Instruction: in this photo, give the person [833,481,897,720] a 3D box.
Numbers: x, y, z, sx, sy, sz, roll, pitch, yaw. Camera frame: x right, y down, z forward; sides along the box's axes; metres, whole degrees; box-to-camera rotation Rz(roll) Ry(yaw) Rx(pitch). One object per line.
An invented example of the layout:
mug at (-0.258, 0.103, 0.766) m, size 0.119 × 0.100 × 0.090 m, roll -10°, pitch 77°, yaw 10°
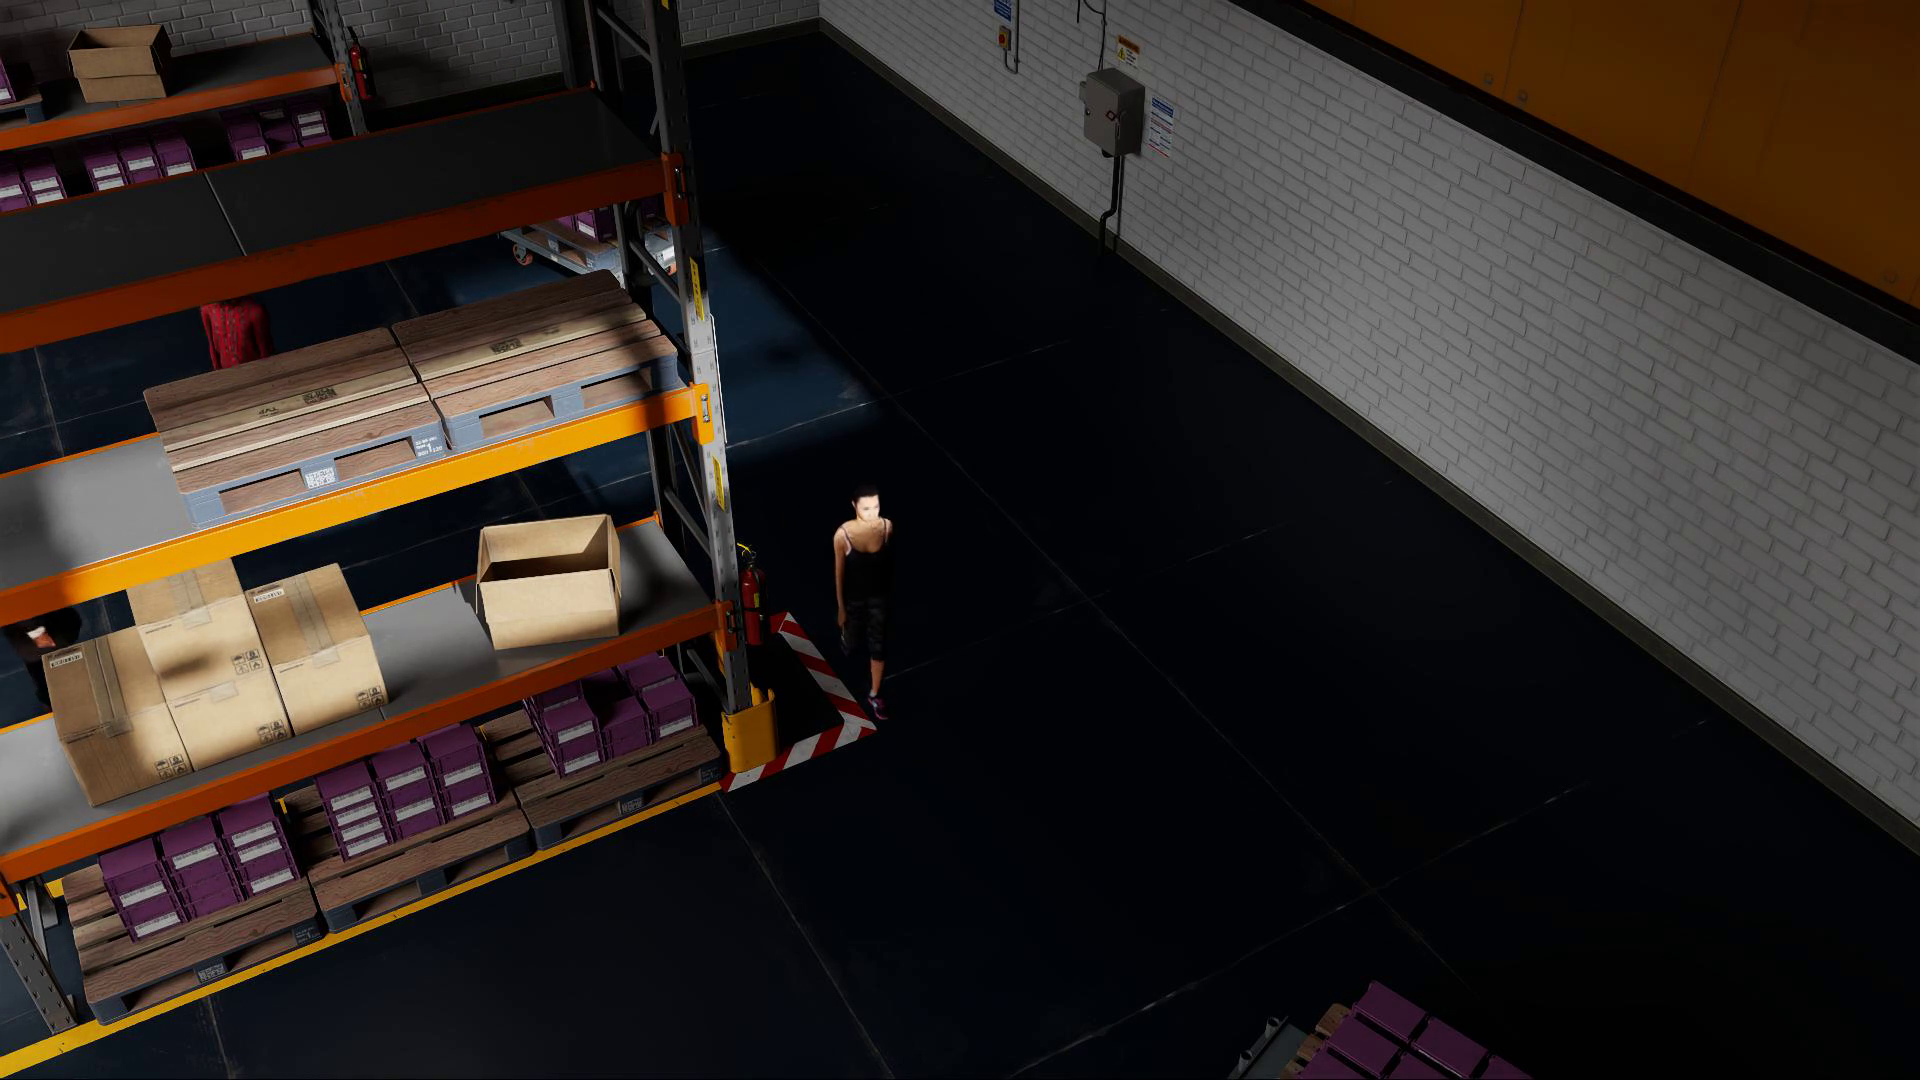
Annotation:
person at (-0.623, 0.307, 10.431) m, size 0.951 × 1.707 × 0.776 m, roll -11°, pitch 40°, yaw -14°
